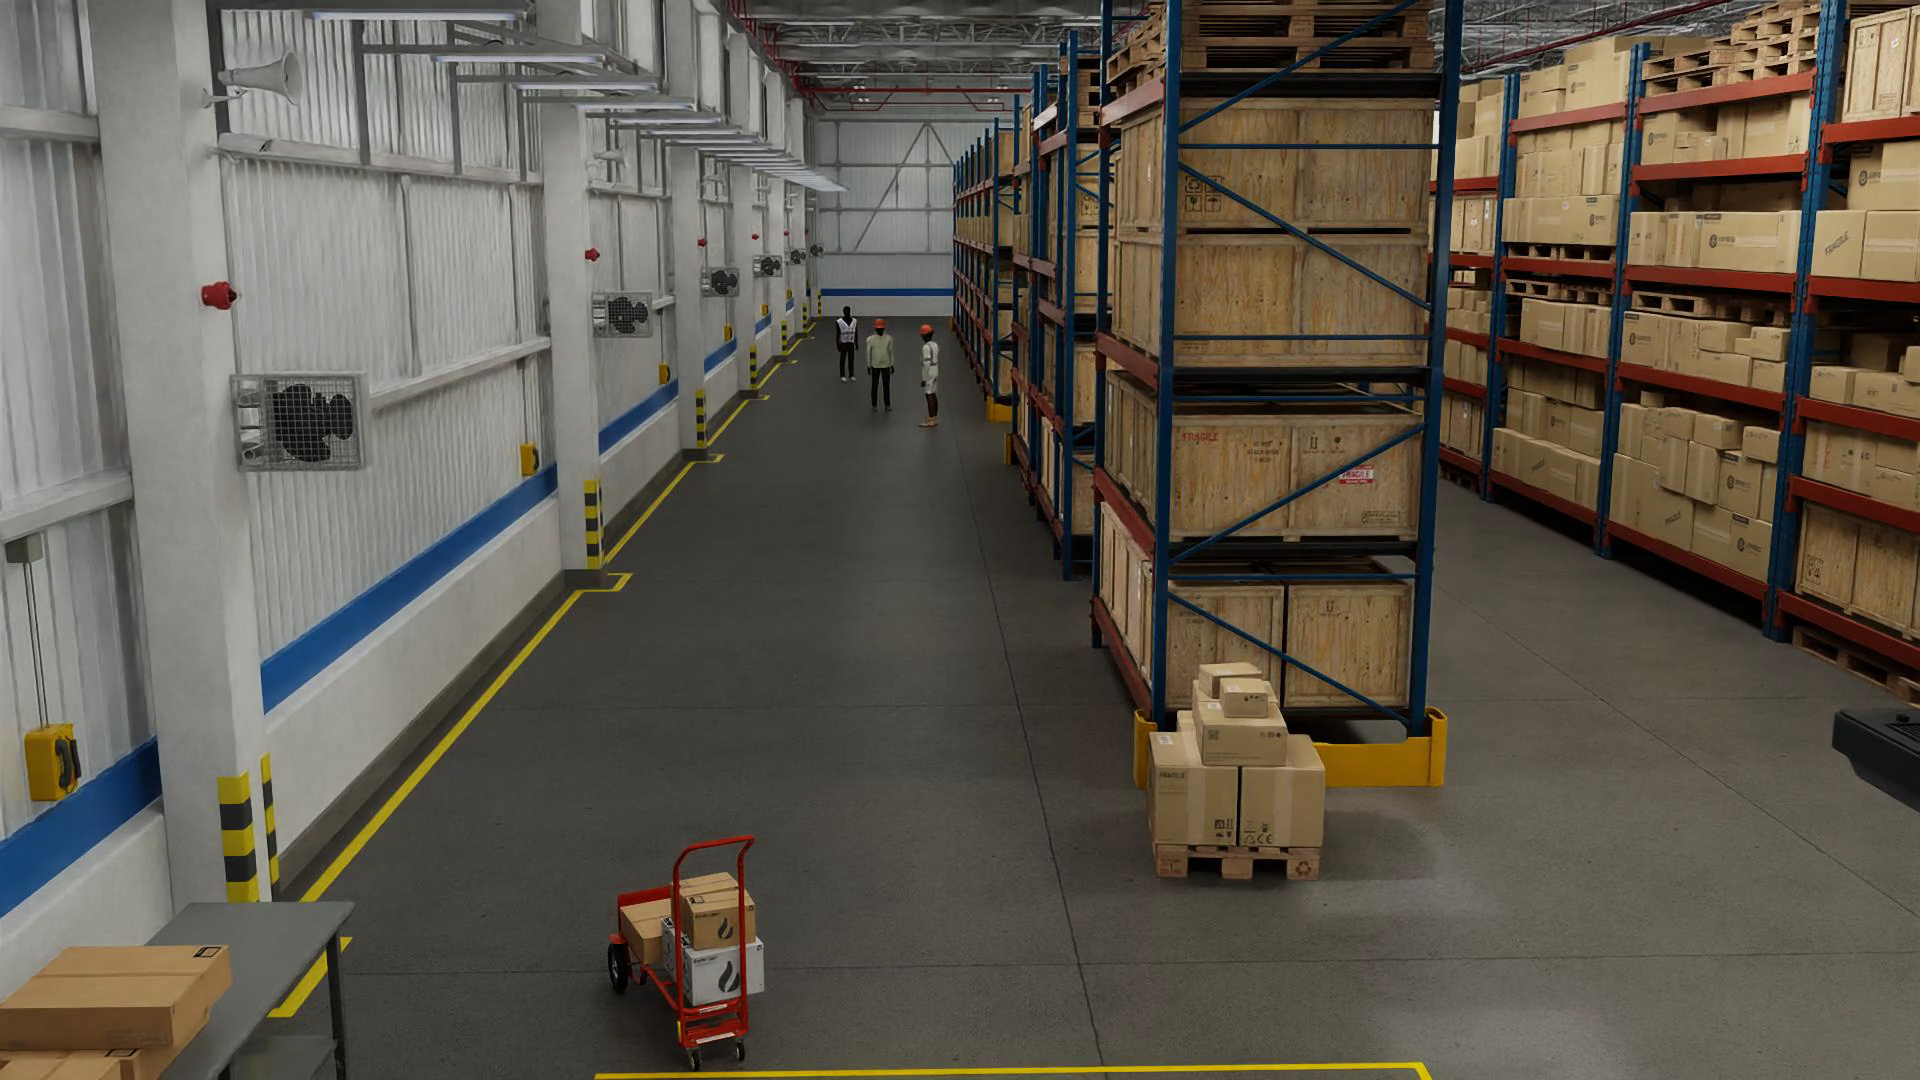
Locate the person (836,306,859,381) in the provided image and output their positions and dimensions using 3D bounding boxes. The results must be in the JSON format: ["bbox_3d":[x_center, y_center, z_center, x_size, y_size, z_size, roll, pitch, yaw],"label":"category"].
[{"bbox_3d":[-2.884,-5.013,42.467,0.586,1.913,0.398,-6,12,-28],"label":"person"}]

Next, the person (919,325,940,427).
[{"bbox_3d":[-0.632,-3.243,32.932,0.392,2.033,0.605,4,12,19],"label":"person"}]

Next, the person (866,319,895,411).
[{"bbox_3d":[-1.708,-3.748,35.692,0.617,1.986,0.408,-3,11,-14],"label":"person"}]
